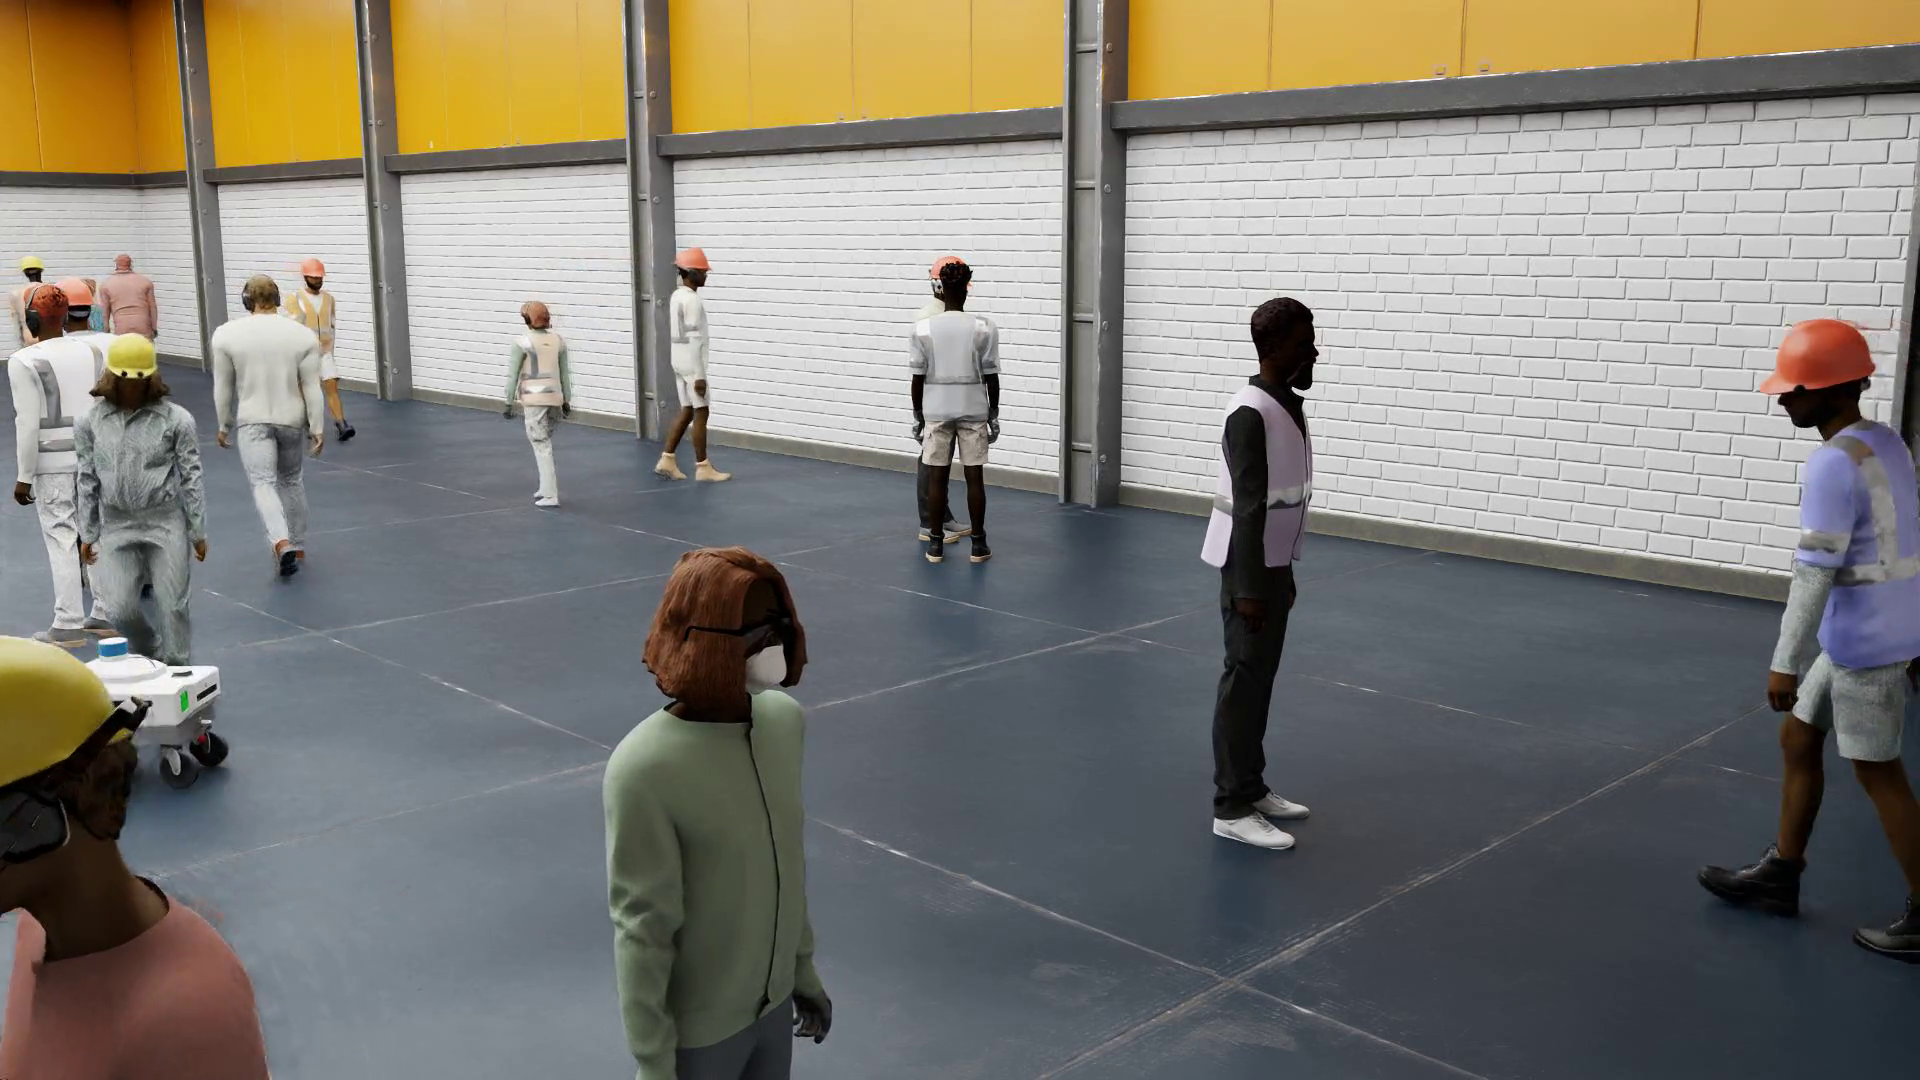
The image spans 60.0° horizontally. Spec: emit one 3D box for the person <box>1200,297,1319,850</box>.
[{"bbox_3d":[1.070,0.105,5.903,0.399,1.920,0.589,5,11,23],"label":"person"}]

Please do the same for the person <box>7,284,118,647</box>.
[{"bbox_3d":[-4.670,-0.381,8.658,0.355,1.882,0.575,3,11,16],"label":"person"}]

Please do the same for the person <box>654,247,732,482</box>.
[{"bbox_3d":[-2.335,-1.502,14.384,0.527,2.047,0.626,-4,11,-23],"label":"person"}]

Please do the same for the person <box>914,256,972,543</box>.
[{"bbox_3d":[-0.111,-0.987,11.663,0.390,1.990,0.610,4,11,19],"label":"person"}]

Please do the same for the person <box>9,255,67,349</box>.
[{"bbox_3d":[-10.378,-2.260,18.839,0.621,1.900,0.433,-2,11,-9],"label":"person"}]

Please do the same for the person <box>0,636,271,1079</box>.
[{"bbox_3d":[-0.906,0.944,1.861,0.536,1.716,0.629,9,14,41],"label":"person"}]

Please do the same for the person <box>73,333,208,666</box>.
[{"bbox_3d":[-3.544,-0.044,7.236,0.513,1.717,0.466,-3,11,-14],"label":"person"}]

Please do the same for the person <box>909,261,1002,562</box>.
[{"bbox_3d":[-0.029,-0.826,10.853,0.603,1.966,0.367,0,10,3],"label":"person"}]

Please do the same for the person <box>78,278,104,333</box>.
[{"bbox_3d":[-10.079,-2.204,19.253,0.514,1.641,0.315,5,12,27],"label":"person"}]

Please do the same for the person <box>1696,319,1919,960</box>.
[{"bbox_3d":[2.619,0.293,4.953,0.883,1.882,0.560,9,13,39],"label":"person"}]

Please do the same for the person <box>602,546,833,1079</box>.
[{"bbox_3d":[-0.392,0.813,2.818,0.278,1.634,0.498,5,12,27],"label":"person"}]

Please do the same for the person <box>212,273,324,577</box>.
[{"bbox_3d":[-4.321,-0.721,10.476,0.623,1.914,0.901,-7,12,-33],"label":"person"}]

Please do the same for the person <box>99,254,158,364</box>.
[{"bbox_3d":[-10.759,-2.747,21.549,0.675,1.886,0.439,-5,11,-24],"label":"person"}]

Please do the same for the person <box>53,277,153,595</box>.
[{"bbox_3d":[-5.136,-0.605,9.859,0.962,1.898,0.541,10,14,43],"label":"person"}]

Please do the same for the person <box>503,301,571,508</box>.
[{"bbox_3d":[-3.371,-1.069,13.137,0.624,1.619,0.518,8,13,36],"label":"person"}]

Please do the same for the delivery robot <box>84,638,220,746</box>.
[{"bbox_3d":[-3.300,0.627,6.523,0.707,0.478,0.477,0,10,-1],"label":"delivery robot"}]

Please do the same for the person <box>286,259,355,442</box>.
[{"bbox_3d":[-6.639,-1.954,17.213,0.548,1.879,1.001,-10,14,-44],"label":"person"}]
